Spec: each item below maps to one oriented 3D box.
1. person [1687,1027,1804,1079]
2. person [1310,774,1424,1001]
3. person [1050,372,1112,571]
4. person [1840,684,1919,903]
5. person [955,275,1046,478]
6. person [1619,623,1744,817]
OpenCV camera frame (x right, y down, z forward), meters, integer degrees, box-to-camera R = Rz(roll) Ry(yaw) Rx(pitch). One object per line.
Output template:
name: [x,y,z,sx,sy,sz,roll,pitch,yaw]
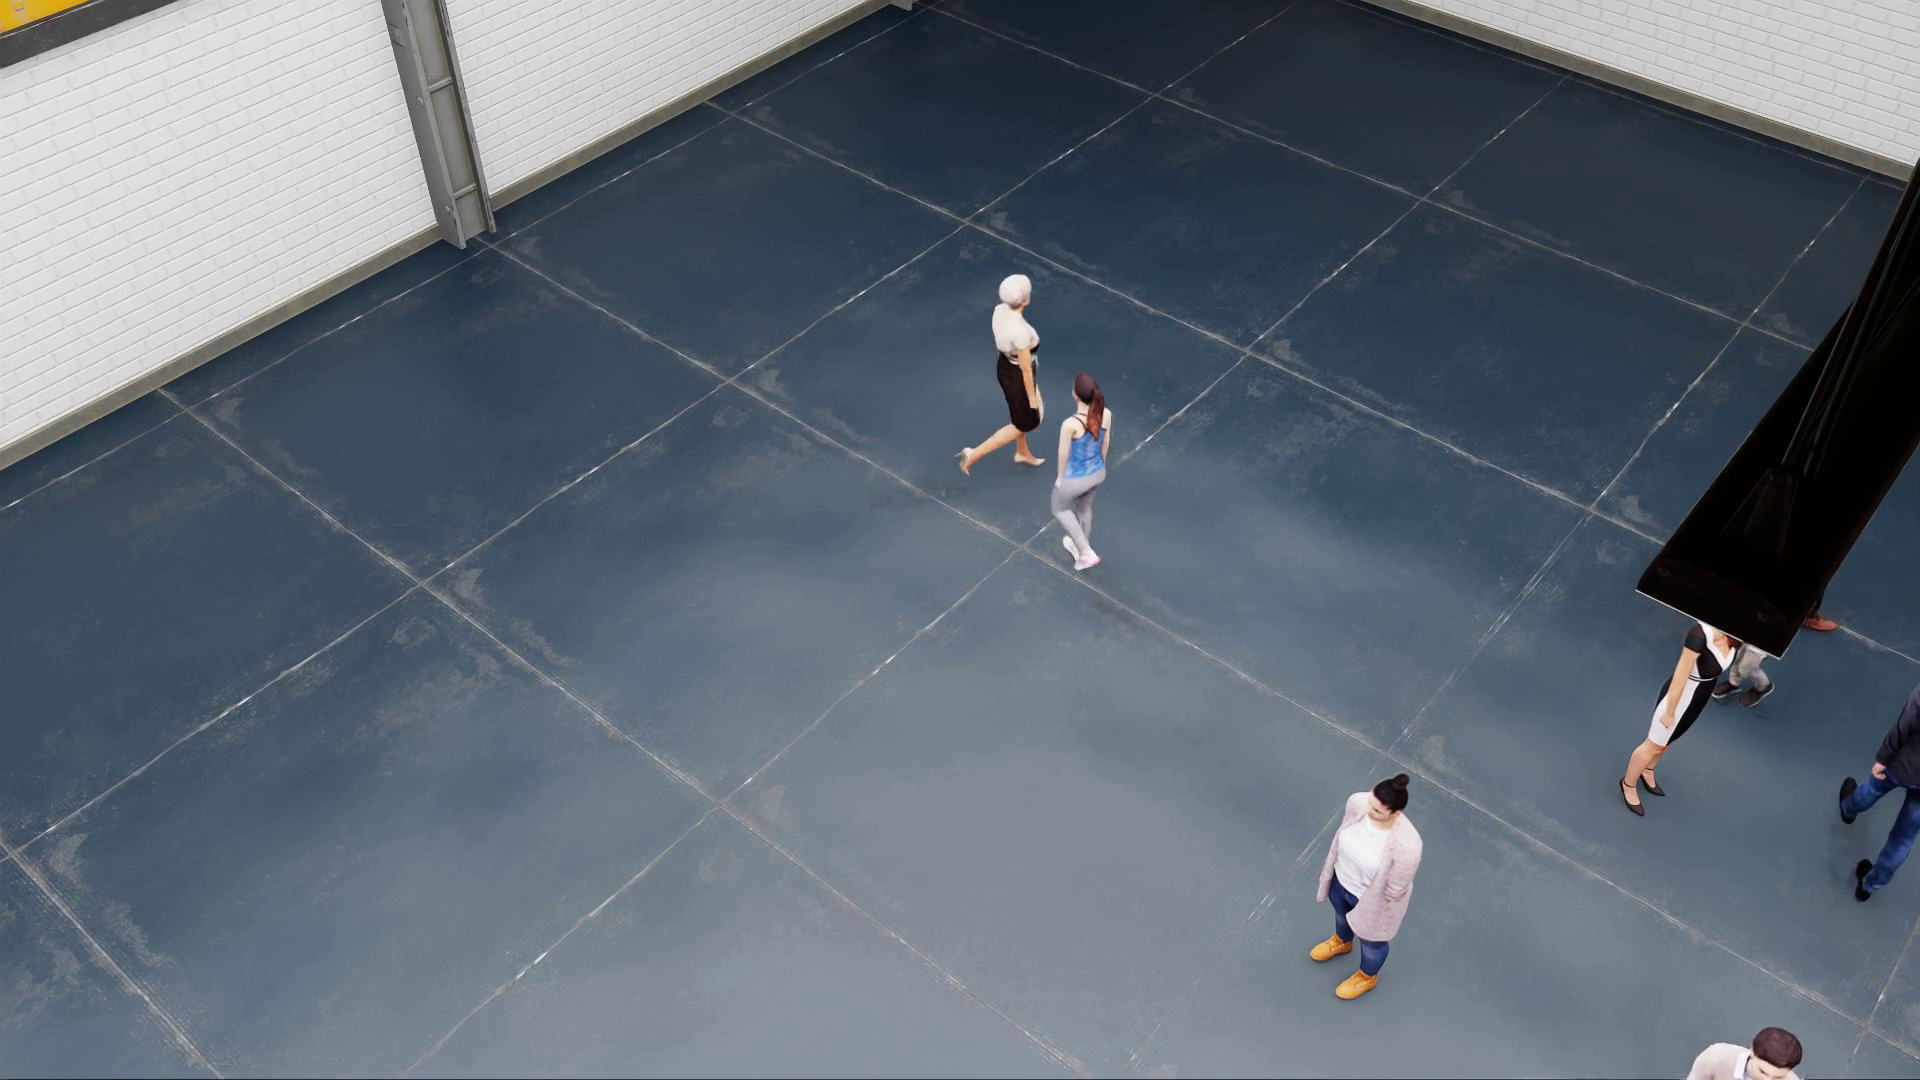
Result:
person: [3.554,2.732,7.835,0.781,1.791,1.109,19,47,19]
person: [2.189,1.813,8.834,0.752,1.742,0.761,-21,47,-20]
person: [0.861,-0.399,11.261,0.741,1.597,0.737,-24,49,-23]
person: [5.356,1.350,9.245,0.888,1.847,1.150,18,46,18]
person: [0.327,-1.106,11.903,1.061,1.736,0.927,-13,45,-13]
person: [4.236,0.927,9.726,0.497,1.795,0.684,-29,51,-27]
